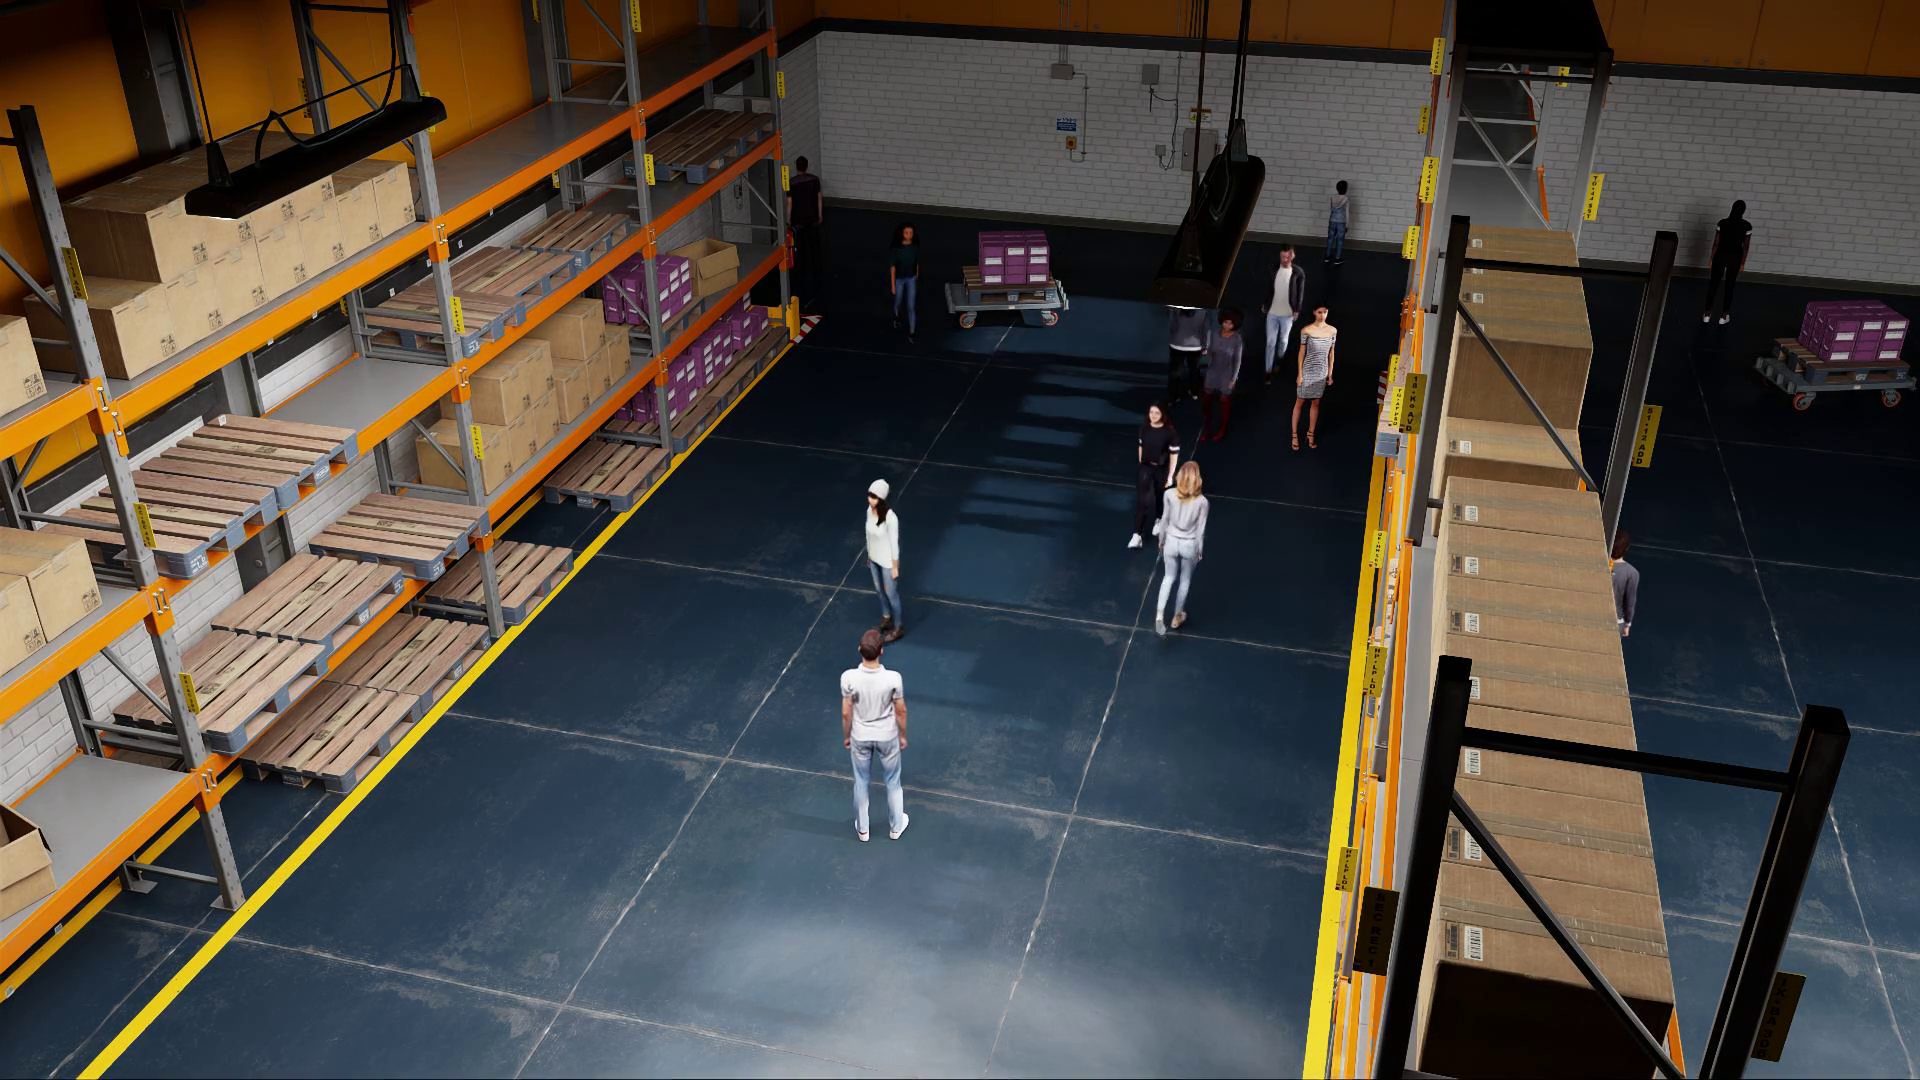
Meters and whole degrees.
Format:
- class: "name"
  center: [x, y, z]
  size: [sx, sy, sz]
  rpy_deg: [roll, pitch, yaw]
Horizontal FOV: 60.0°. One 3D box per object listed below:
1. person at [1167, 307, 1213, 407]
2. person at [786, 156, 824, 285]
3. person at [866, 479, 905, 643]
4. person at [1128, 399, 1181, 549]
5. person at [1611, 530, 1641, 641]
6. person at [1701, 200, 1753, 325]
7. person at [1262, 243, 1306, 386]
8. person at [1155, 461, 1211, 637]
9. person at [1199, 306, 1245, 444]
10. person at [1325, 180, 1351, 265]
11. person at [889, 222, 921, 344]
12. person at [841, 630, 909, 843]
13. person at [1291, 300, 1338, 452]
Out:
- class: "person"
  center: [2.725, -2.366, 20.265]
  size: [0.742, 1.573, 0.778]
  rpy_deg: [5, 29, 9]
- class: "person"
  center: [-2.261, -4.674, 24.211]
  size: [0.802, 1.845, 0.824]
  rpy_deg: [-12, 31, -20]
- class: "person"
  center: [-0.695, 0.174, 15.536]
  size: [0.663, 1.642, 0.644]
  rpy_deg: [-24, 37, -36]
- class: "person"
  center: [2.074, -0.736, 17.244]
  size: [0.695, 1.603, 1.062]
  rpy_deg: [11, 30, 19]
- class: "person"
  center: [5.582, 0.698, 14.442]
  size: [0.664, 1.768, 0.601]
  rpy_deg: [15, 32, 25]
- class: "person"
  center: [10.500, -3.813, 22.754]
  size: [0.656, 1.729, 0.644]
  rpy_deg: [14, 31, 23]
- class: "person"
  center: [4.067, -2.890, 20.996]
  size: [0.656, 1.792, 1.138]
  rpy_deg: [8, 30, 14]
- class: "person"
  center: [2.038, 0.117, 15.496]
  size: [0.736, 1.779, 1.000]
  rpy_deg: [12, 31, 21]
- class: "person"
  center: [3.108, -1.929, 19.337]
  size: [0.726, 1.695, 0.759]
  rpy_deg: [24, 36, 36]
- class: "person"
  center: [5.686, -4.799, 25.052]
  size: [0.539, 1.258, 0.576]
  rpy_deg: [21, 35, 33]
- class: "person"
  center: [-0.765, -3.488, 22.311]
  size: [0.918, 1.583, 1.169]
  rpy_deg: [-5, 29, -9]
- class: "person"
  center: [-0.659, 1.521, 12.849]
  size: [0.698, 1.851, 0.625]
  rpy_deg: [1, 29, 1]
- class: "person"
  center: [4.064, -1.903, 19.155]
  size: [0.669, 1.822, 0.657]
  rpy_deg: [-4, 29, -8]
